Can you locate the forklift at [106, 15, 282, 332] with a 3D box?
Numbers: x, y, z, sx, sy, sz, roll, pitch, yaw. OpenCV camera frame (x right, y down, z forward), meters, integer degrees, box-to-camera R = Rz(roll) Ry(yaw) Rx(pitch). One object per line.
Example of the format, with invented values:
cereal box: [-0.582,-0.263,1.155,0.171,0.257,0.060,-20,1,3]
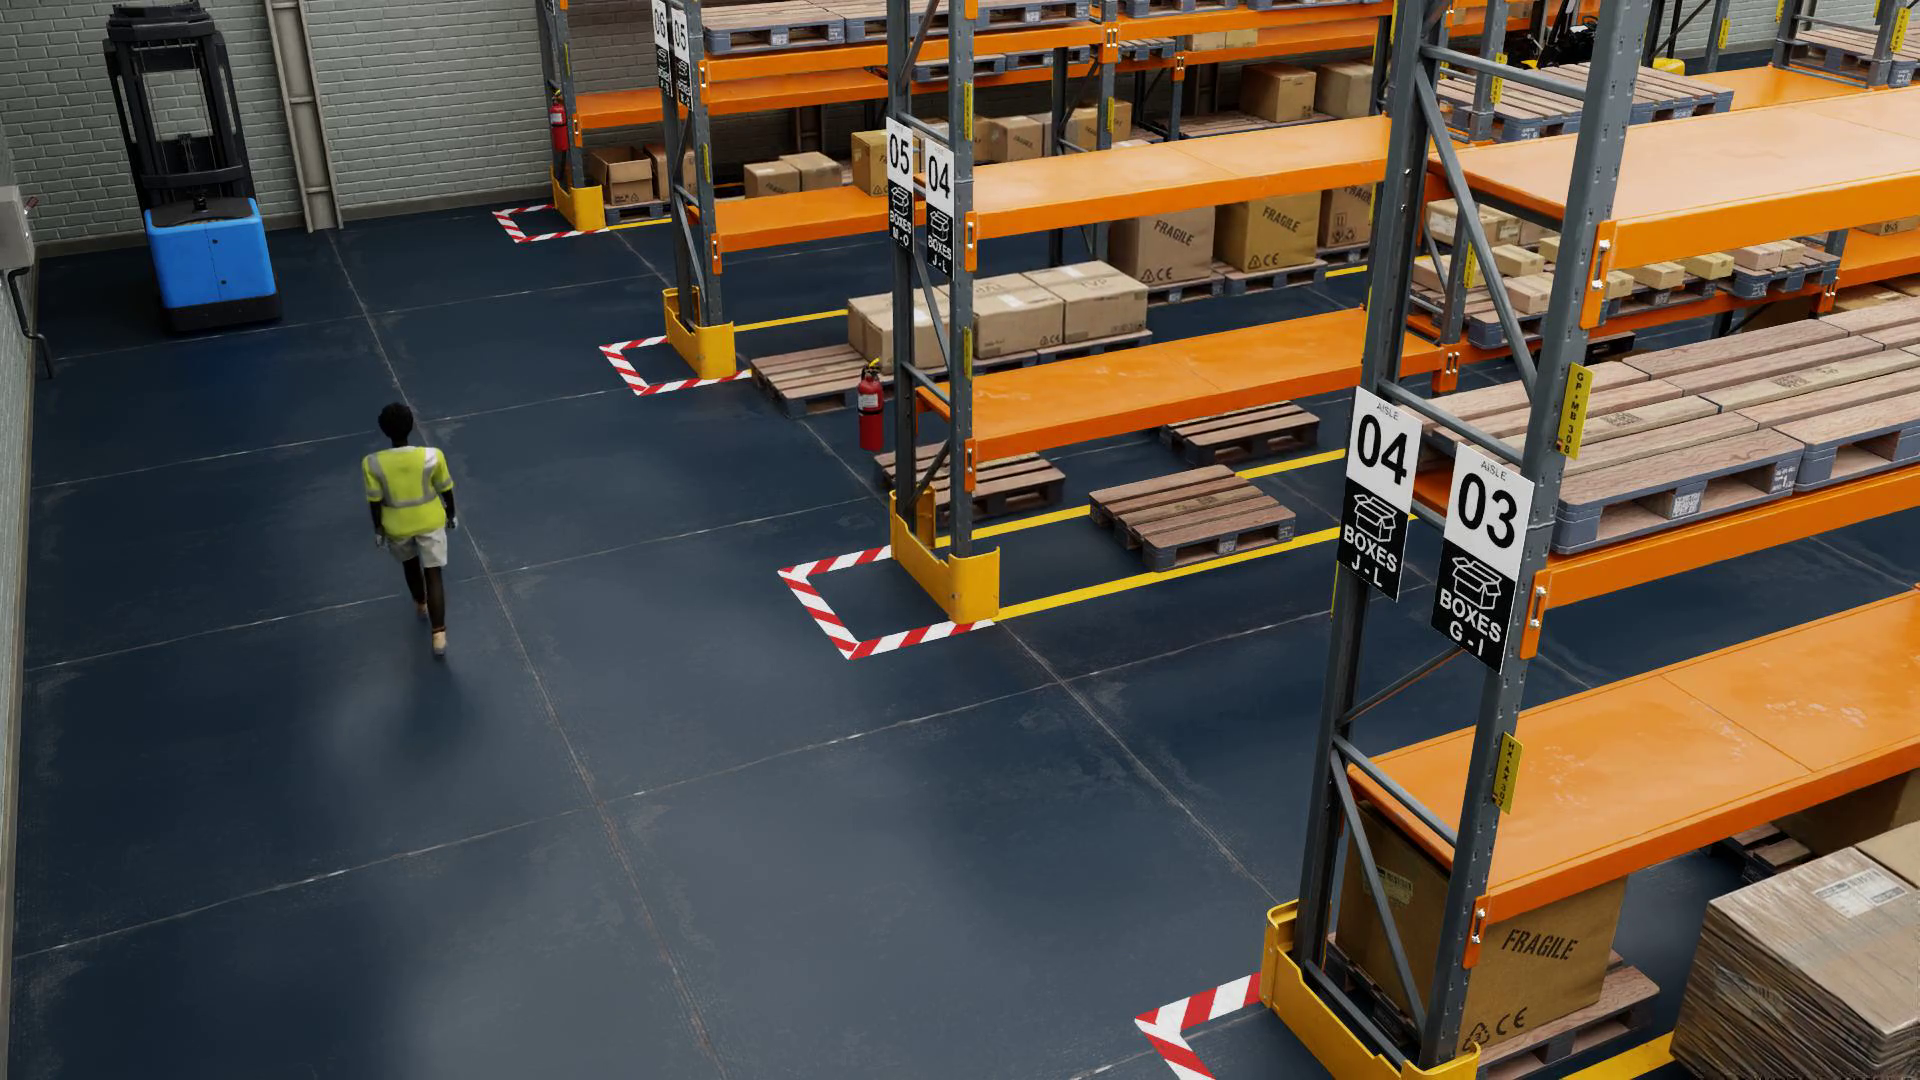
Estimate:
forklift: [-7.548,-3.672,16.323,1.129,2.768,1.873,-12,30,-22]

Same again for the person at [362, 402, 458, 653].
person: [-3.531,-0.102,10.787,0.538,1.655,0.852,-7,28,-12]

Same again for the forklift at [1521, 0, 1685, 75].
forklift: [8.950,-6.807,23.056,1.214,2.155,2.313,-12,30,-22]
